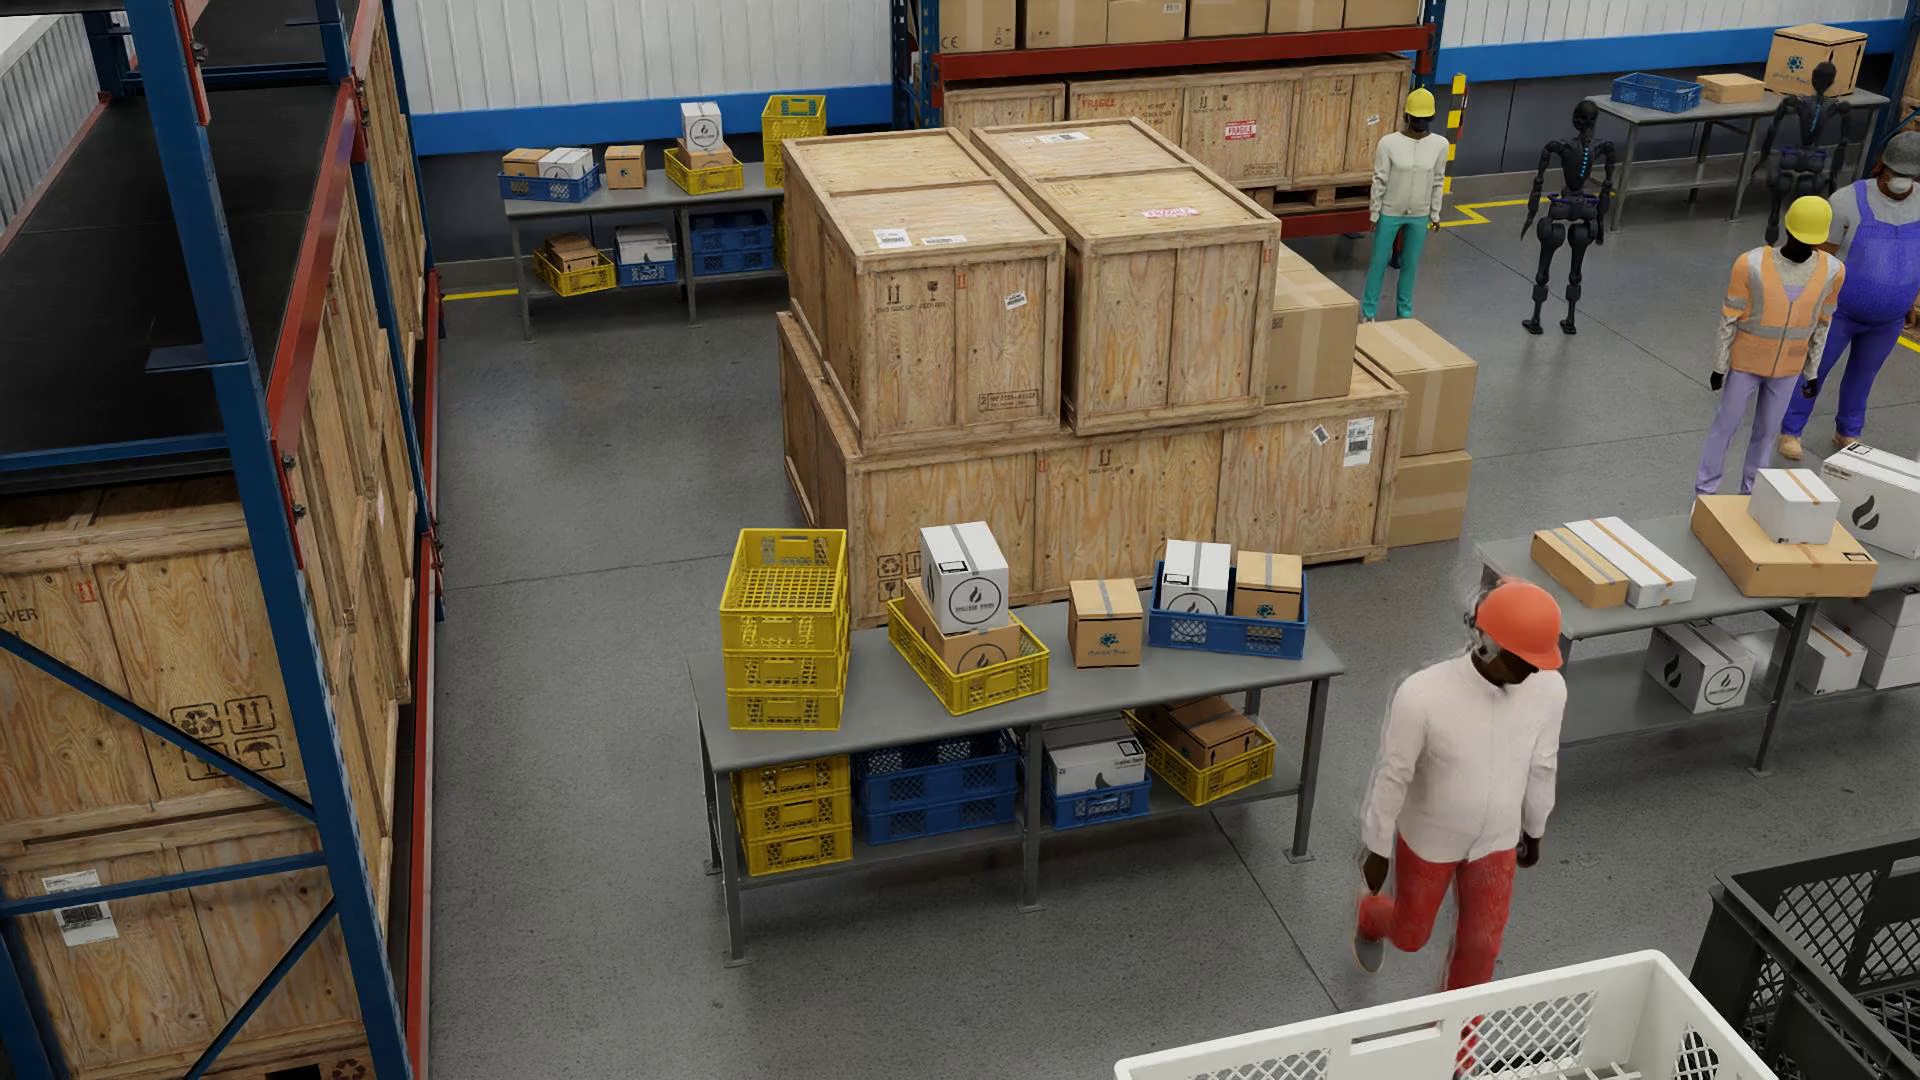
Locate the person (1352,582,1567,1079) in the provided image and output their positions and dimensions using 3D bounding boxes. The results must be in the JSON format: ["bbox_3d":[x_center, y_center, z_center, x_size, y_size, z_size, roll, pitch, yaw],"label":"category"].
[{"bbox_3d":[1.674,0.962,5.630,0.656,1.958,0.799,-5,29,-9],"label":"person"}]

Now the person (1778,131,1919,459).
[{"bbox_3d":[5.379,-1.421,9.861,0.686,2.000,0.536,2,29,3],"label":"person"}]

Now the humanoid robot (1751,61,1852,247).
[{"bbox_3d":[6.524,-2.908,12.941,0.585,1.645,0.505,9,30,16],"label":"humanoid robot"}]

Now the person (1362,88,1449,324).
[{"bbox_3d":[3.139,-2.298,11.733,0.524,1.769,0.313,-1,29,-2],"label":"person"}]

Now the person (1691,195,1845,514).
[{"bbox_3d":[4.456,-0.973,9.173,0.584,1.918,0.373,3,29,6],"label":"person"}]

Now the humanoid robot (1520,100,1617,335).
[{"bbox_3d":[4.306,-2.285,11.801,0.581,1.652,0.323,1,29,1],"label":"humanoid robot"}]
